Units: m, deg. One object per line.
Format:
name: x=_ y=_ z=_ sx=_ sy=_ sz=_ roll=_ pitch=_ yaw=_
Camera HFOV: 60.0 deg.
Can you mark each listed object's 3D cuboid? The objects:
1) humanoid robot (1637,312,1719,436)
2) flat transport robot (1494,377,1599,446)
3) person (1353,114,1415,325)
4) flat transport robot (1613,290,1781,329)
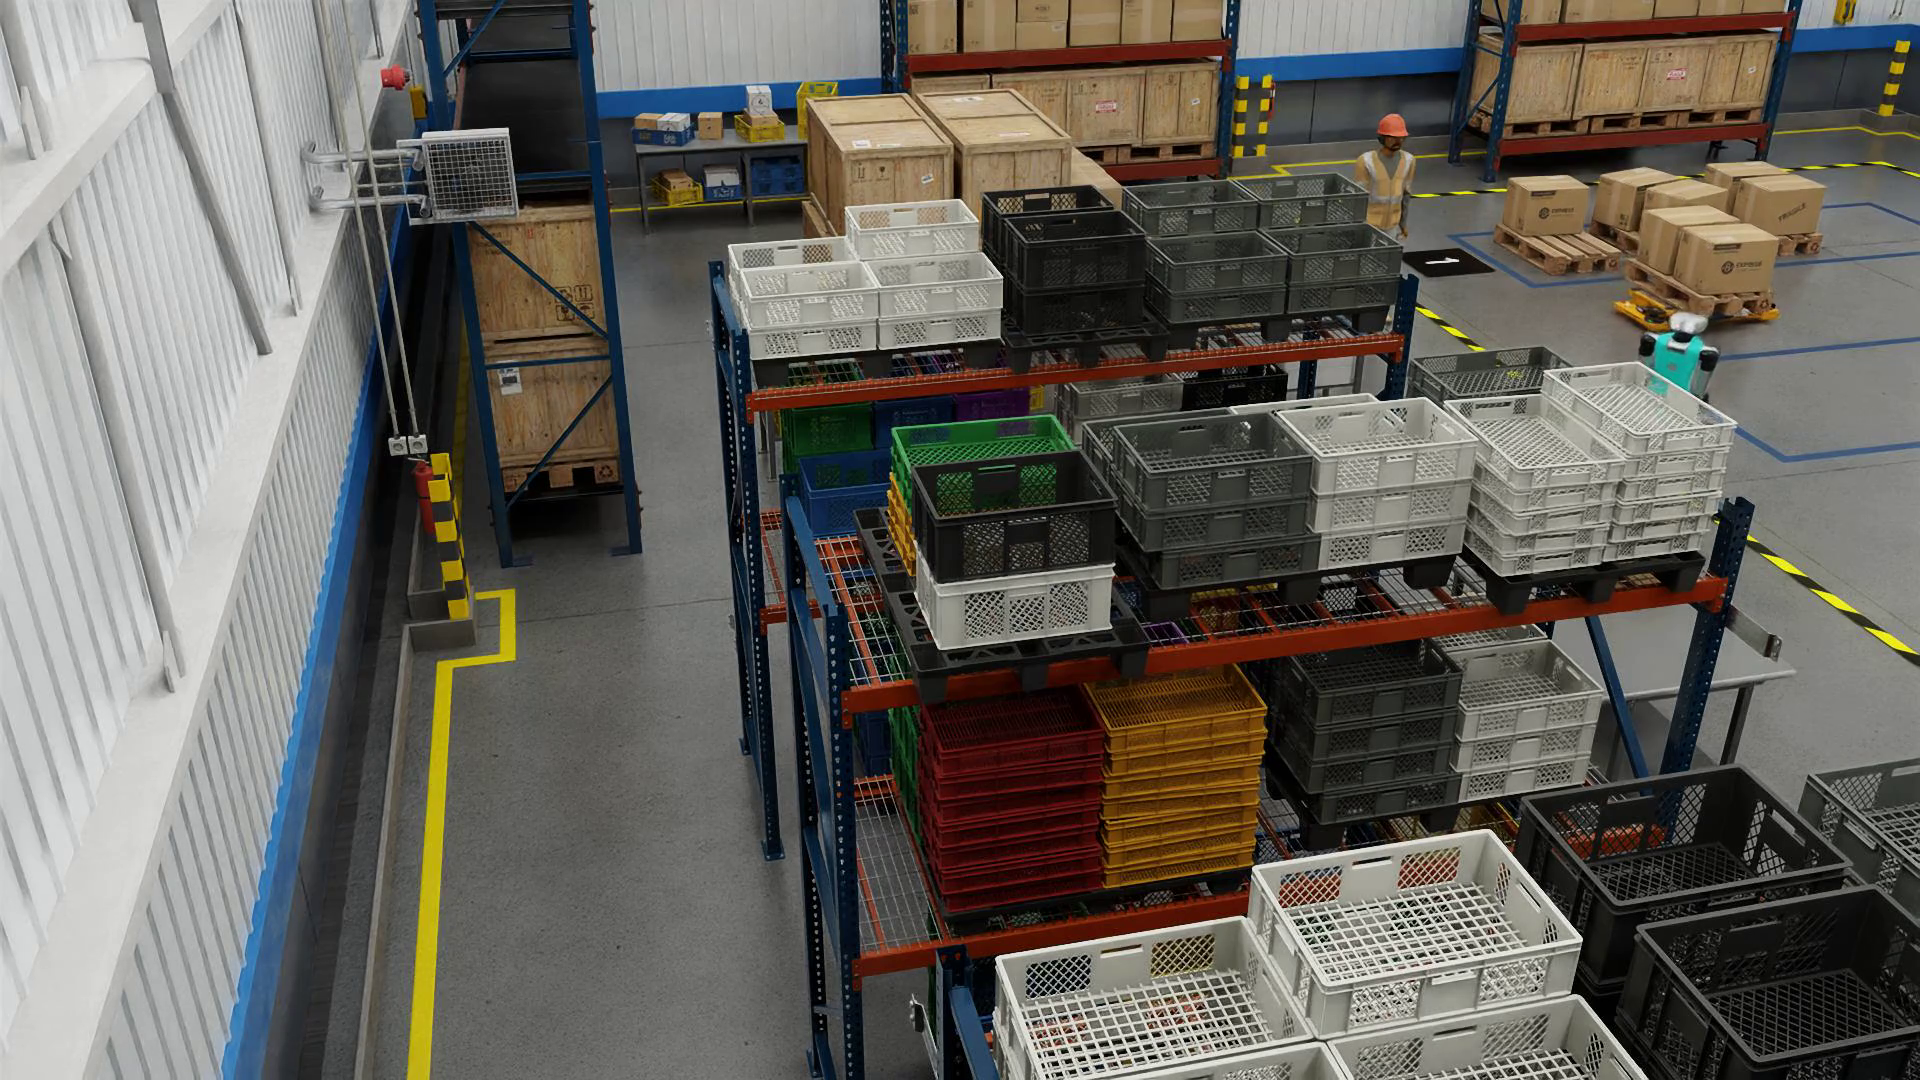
humanoid robot: x=5.188 y=-0.899 z=12.162 sx=0.553 sy=1.743 sz=0.893 roll=18 pitch=33 yaw=31
flat transport robot: x=4.780 y=-1.036 z=14.013 sx=0.659 sy=0.231 sz=1.431 roll=-6 pitch=28 yaw=-12
person: x=4.030 y=-3.054 z=15.935 sx=0.607 sy=2.048 sz=0.365 roll=-7 pitch=29 yaw=-13
flat transport robot: x=7.288 y=-2.333 z=16.442 sx=1.431 sy=0.197 sz=0.652 roll=-6 pitch=28 yaw=-12
